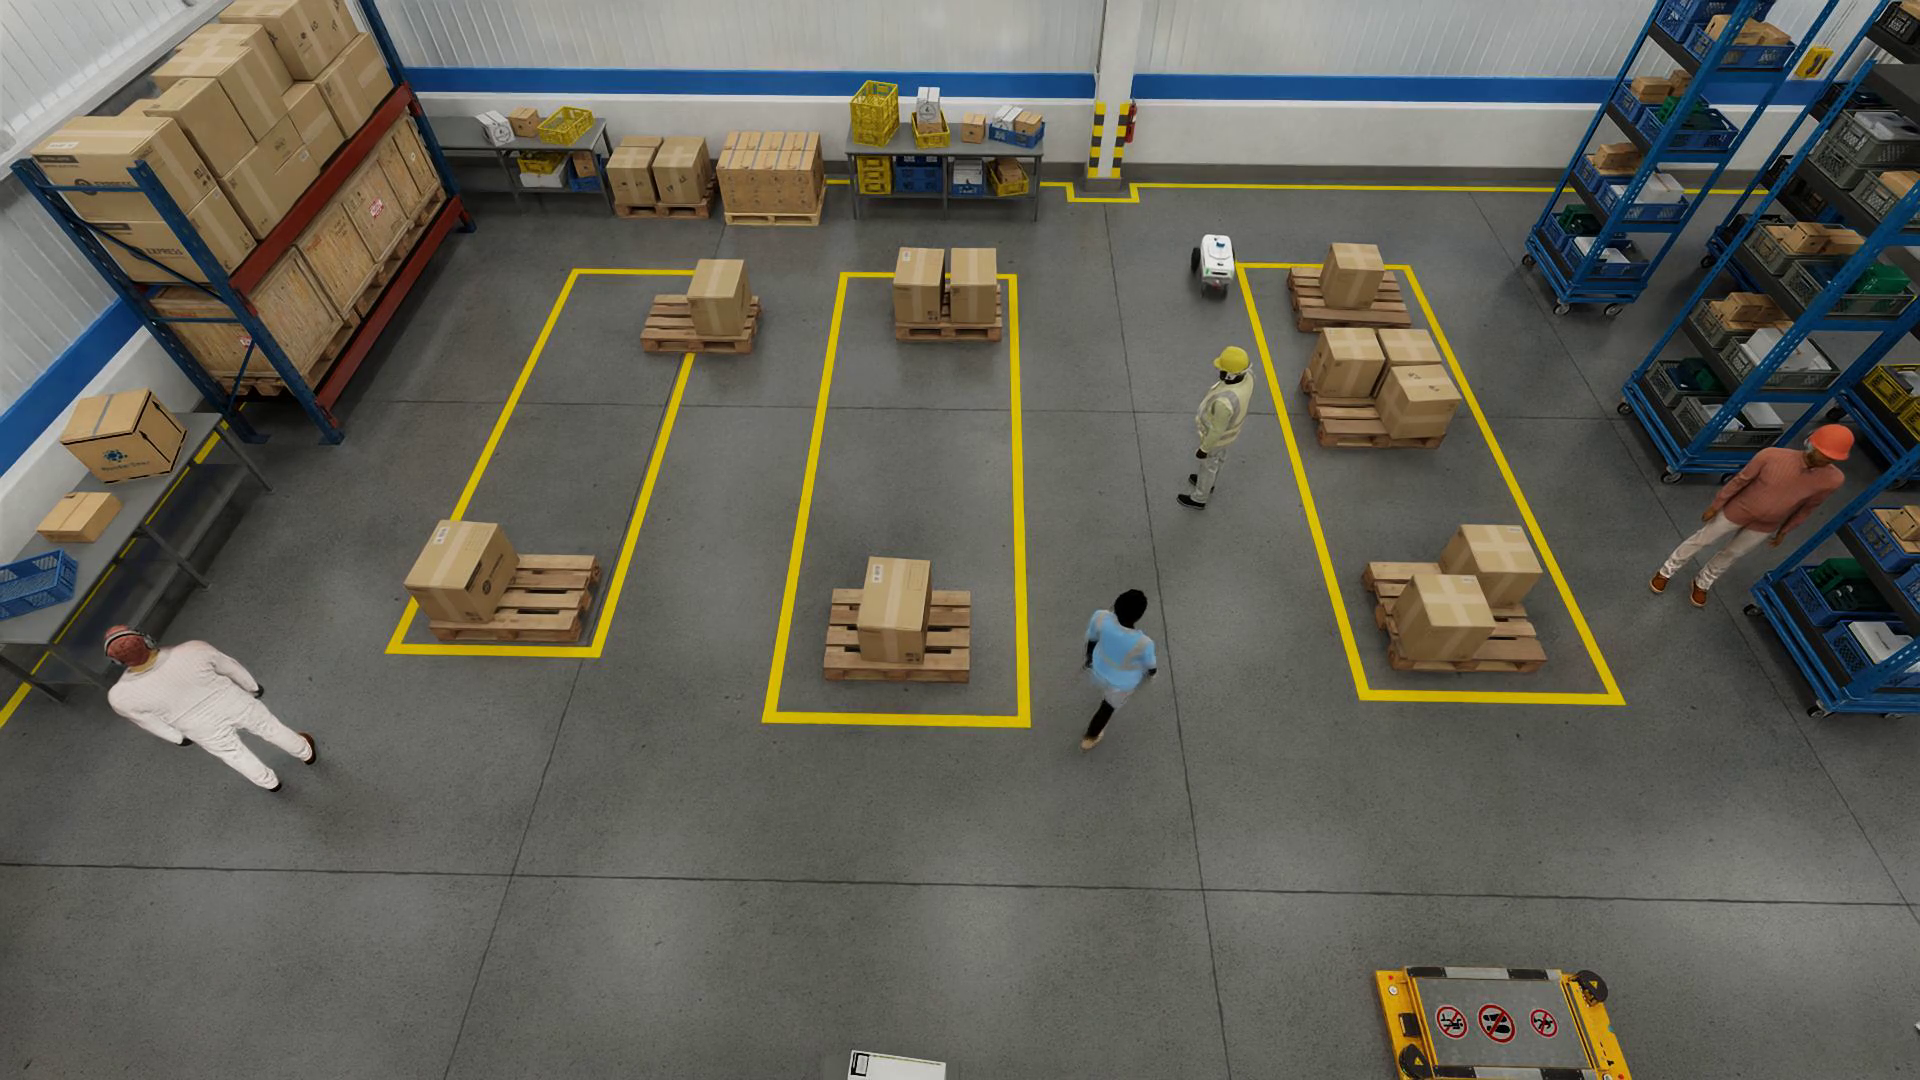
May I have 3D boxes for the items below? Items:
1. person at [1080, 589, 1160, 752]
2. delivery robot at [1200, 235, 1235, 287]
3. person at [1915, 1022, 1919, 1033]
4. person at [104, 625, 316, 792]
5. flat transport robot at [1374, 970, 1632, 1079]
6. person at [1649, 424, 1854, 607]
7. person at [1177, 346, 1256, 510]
[{"bbox_3d":[1.186,0.927,6.822,0.806,1.655,0.541,-35,59,-25],"label":"person"},{"bbox_3d":[3.077,-3.365,10.971,0.477,0.478,0.707,5,51,4],"label":"delivery robot"},{"bbox_3d":[6.409,2.716,5.384,0.540,1.614,0.397,-15,52,-12],"label":"person"},{"bbox_3d":[-5.280,1.184,6.455,0.410,1.908,0.643,32,58,23],"label":"person"},{"bbox_3d":[3.501,3.133,5.914,1.431,0.197,0.652,1,51,1],"label":"flat transport robot"},{"bbox_3d":[6.499,-0.193,7.520,0.611,1.997,0.375,23,54,17],"label":"person"},{"bbox_3d":[2.319,-1.002,8.287,0.403,1.828,0.588,27,56,20],"label":"person"}]
